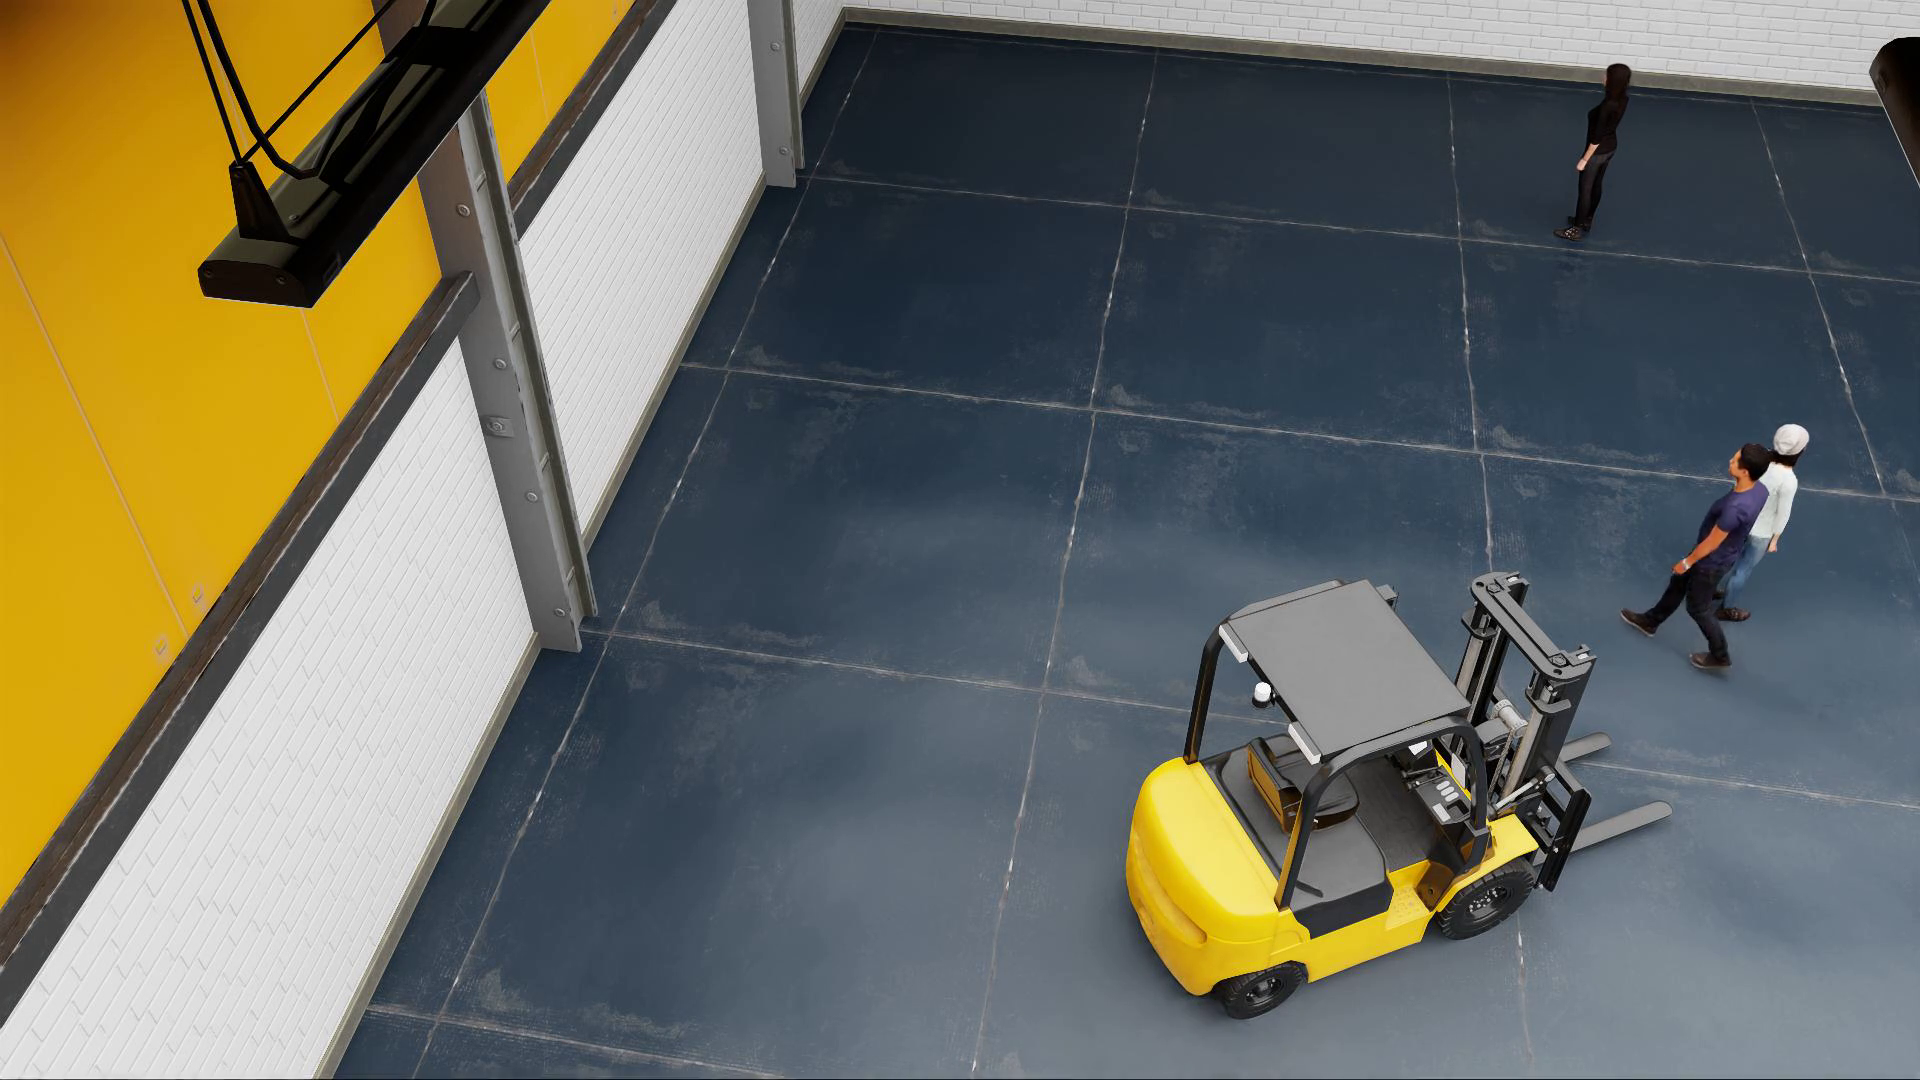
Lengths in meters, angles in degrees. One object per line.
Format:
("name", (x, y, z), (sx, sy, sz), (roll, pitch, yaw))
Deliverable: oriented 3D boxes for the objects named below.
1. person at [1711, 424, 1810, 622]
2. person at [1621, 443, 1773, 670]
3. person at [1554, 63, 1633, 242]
("person", (5.298, -0.127, 11.069), (0.702, 1.645, 0.589), (-13, 45, -14))
("person", (4.905, 0.150, 10.693), (0.979, 1.763, 1.066), (25, 49, 24))
("person", (5.572, -3.380, 14.486), (0.708, 1.642, 0.607), (33, 53, 30))
